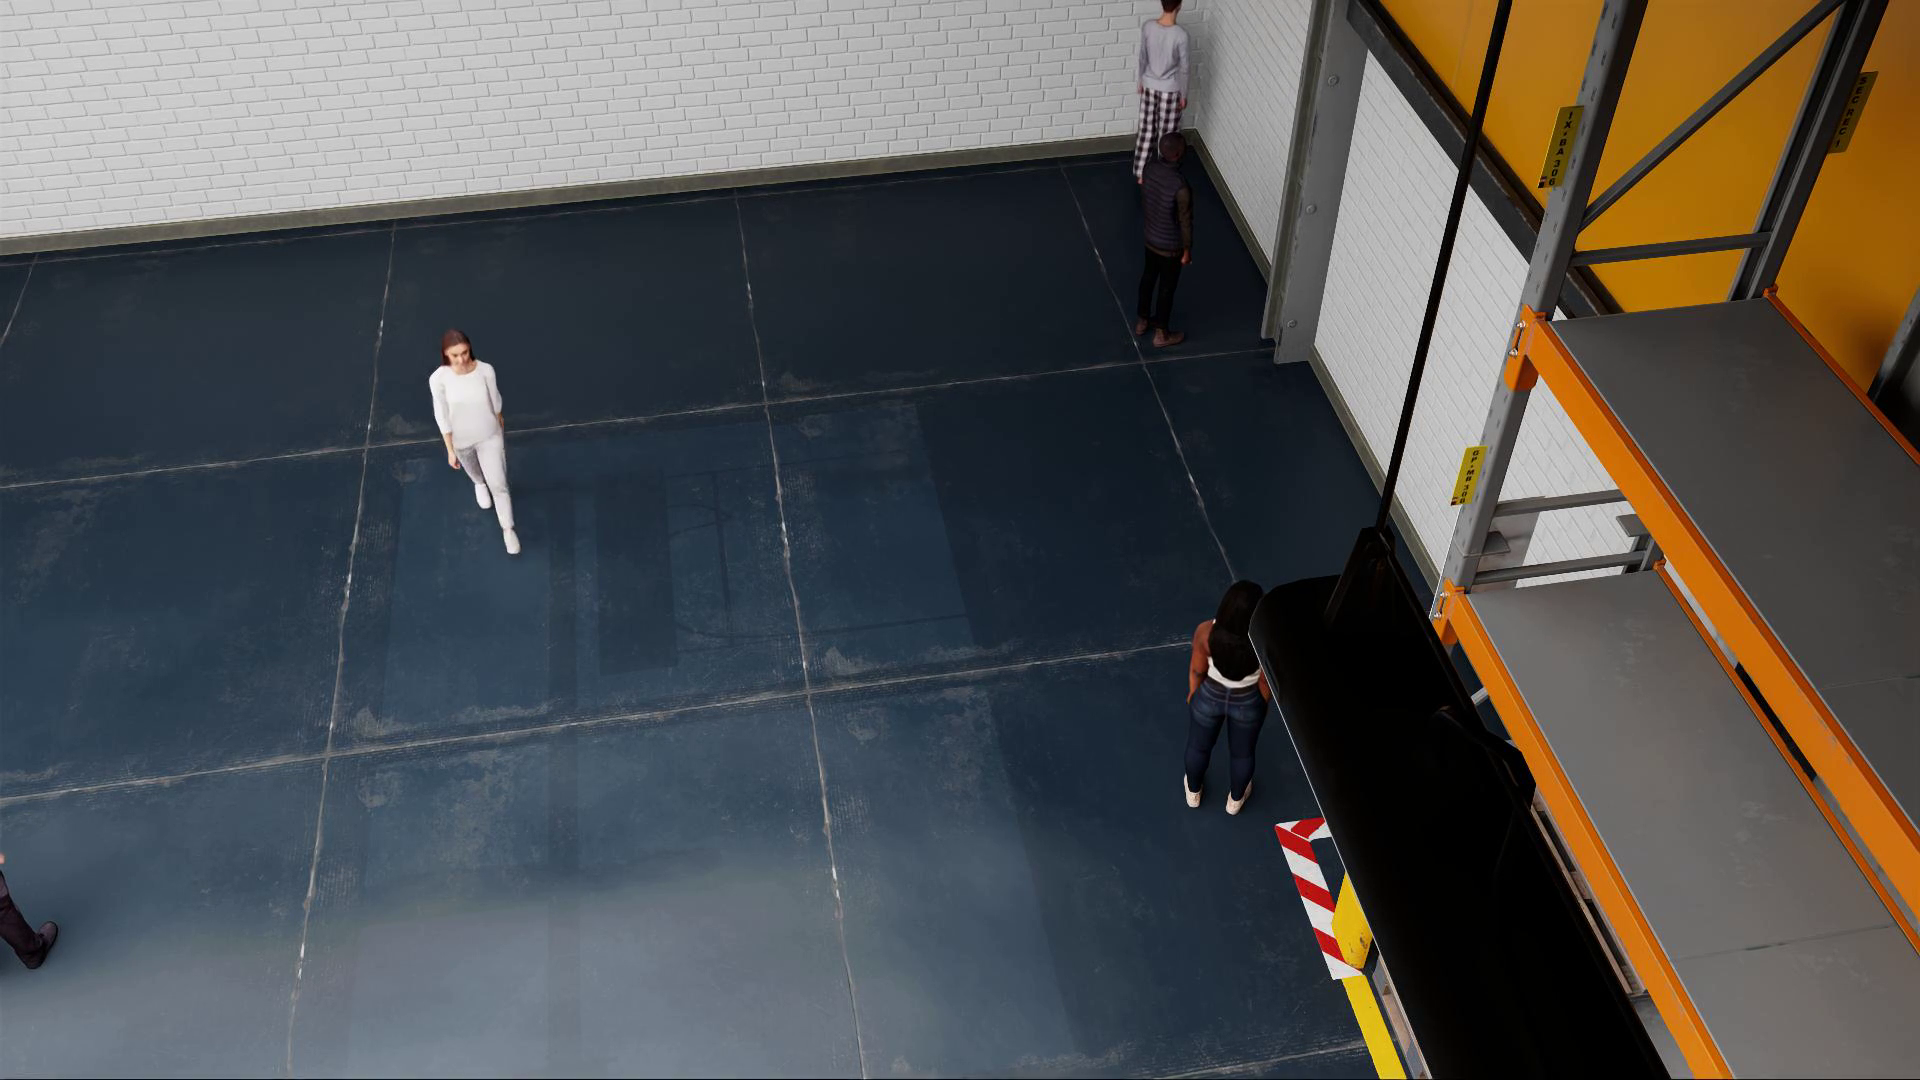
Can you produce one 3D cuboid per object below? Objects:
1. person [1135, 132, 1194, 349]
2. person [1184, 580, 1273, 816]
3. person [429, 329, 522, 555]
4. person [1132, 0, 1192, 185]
[{"bbox_3d":[1.577,-2.325,12.845,0.830,1.836,0.675,-25,49,-24],"label":"person"},{"bbox_3d":[1.533,0.909,9.471,0.733,1.810,0.745,11,45,11],"label":"person"},{"bbox_3d":[-3.339,-0.762,11.339,0.721,1.651,1.116,-14,45,-14],"label":"person"},{"bbox_3d":[1.763,-3.940,14.533,0.709,1.847,0.759,24,48,23],"label":"person"}]
